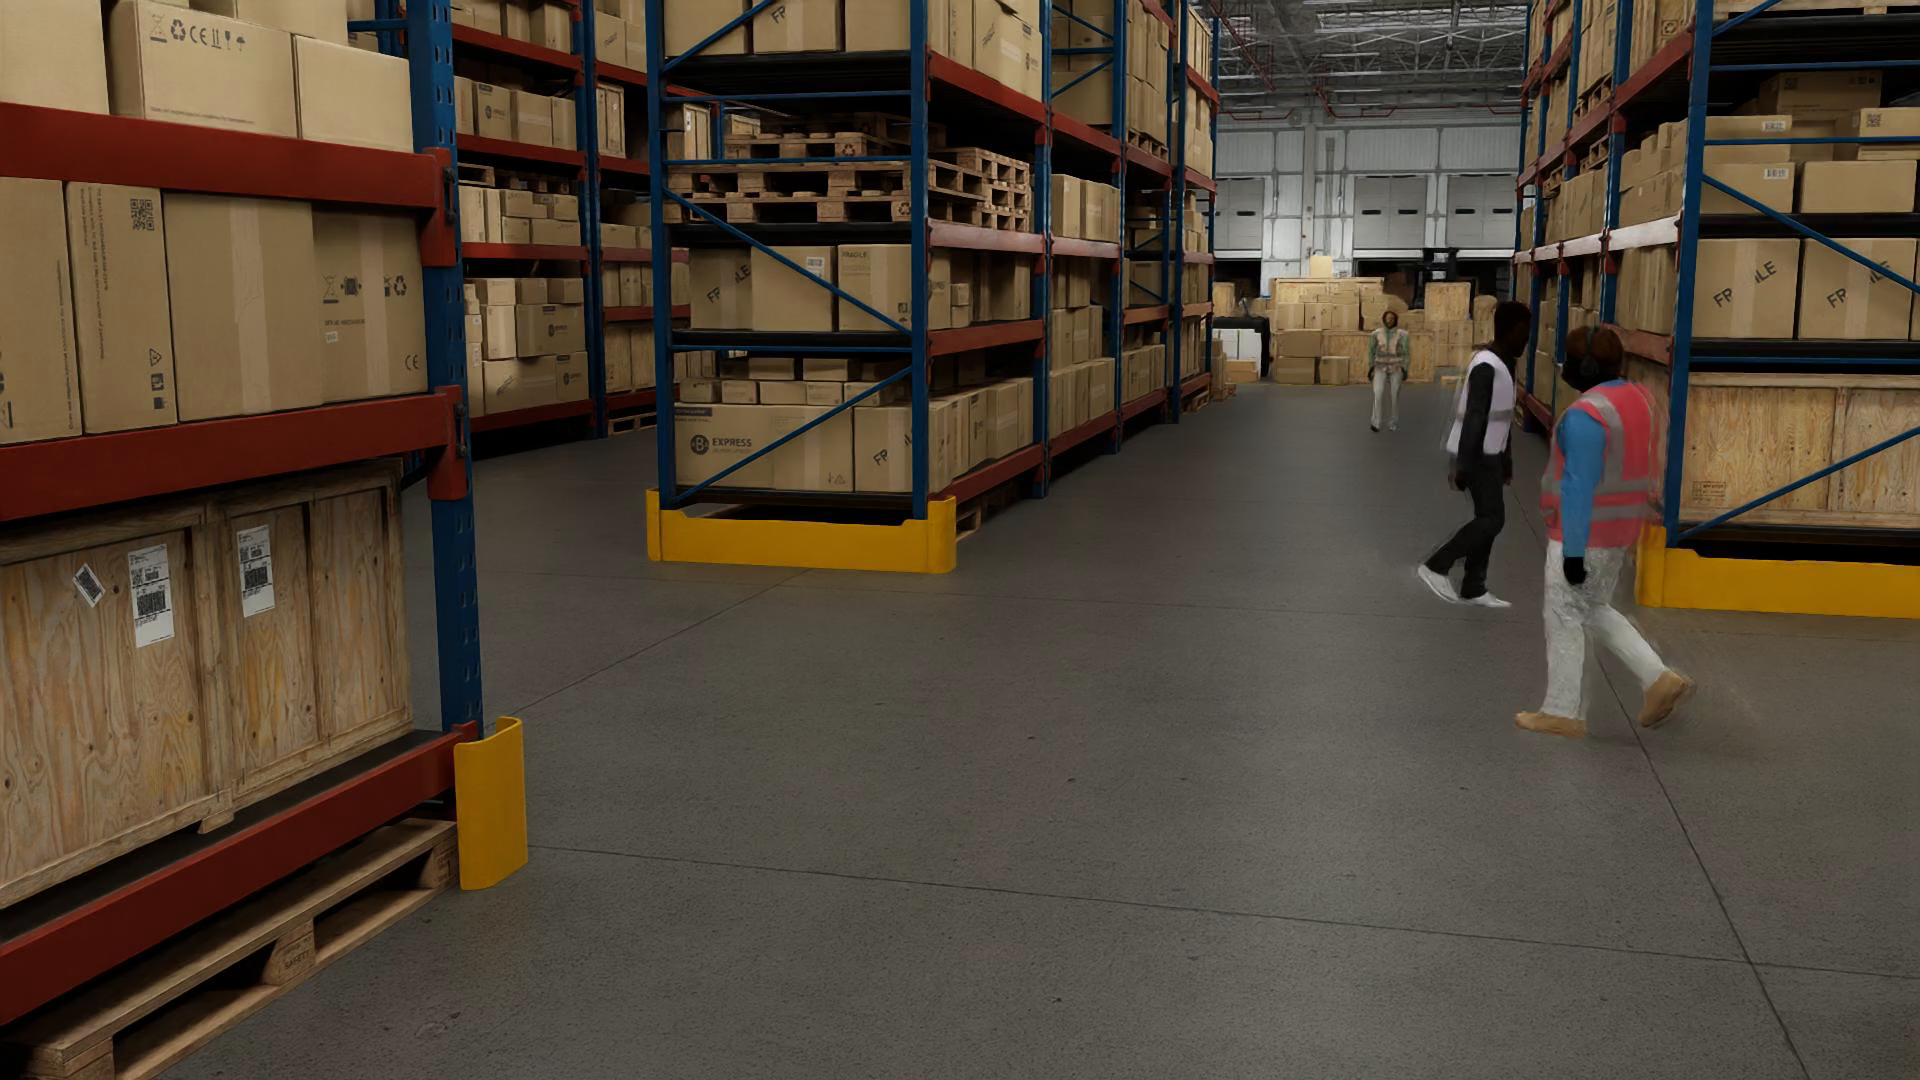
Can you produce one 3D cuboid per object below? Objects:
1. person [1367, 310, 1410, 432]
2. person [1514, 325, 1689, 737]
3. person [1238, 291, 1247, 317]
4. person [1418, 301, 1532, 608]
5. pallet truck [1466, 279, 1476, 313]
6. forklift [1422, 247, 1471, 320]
[{"bbox_3d":[5.616,-2.207,21.840,0.558,1.597,0.835,3,10,21],"label":"person"},{"bbox_3d":[2.801,-0.017,7.226,0.638,1.824,0.594,-9,12,-44],"label":"person"},{"bbox_3d":[9.731,-7.766,57.143,0.769,1.605,0.517,1,9,4],"label":"person"},{"bbox_3d":[3.190,-0.506,10.151,0.497,1.892,0.598,5,10,29],"label":"person"},{"bbox_3d":[18.896,-8.459,60.307,1.885,1.965,0.823,5,10,31],"label":"pallet truck"},{"bbox_3d":[12.581,-6.282,43.685,1.873,2.768,1.129,-6,11,-34],"label":"forklift"}]
